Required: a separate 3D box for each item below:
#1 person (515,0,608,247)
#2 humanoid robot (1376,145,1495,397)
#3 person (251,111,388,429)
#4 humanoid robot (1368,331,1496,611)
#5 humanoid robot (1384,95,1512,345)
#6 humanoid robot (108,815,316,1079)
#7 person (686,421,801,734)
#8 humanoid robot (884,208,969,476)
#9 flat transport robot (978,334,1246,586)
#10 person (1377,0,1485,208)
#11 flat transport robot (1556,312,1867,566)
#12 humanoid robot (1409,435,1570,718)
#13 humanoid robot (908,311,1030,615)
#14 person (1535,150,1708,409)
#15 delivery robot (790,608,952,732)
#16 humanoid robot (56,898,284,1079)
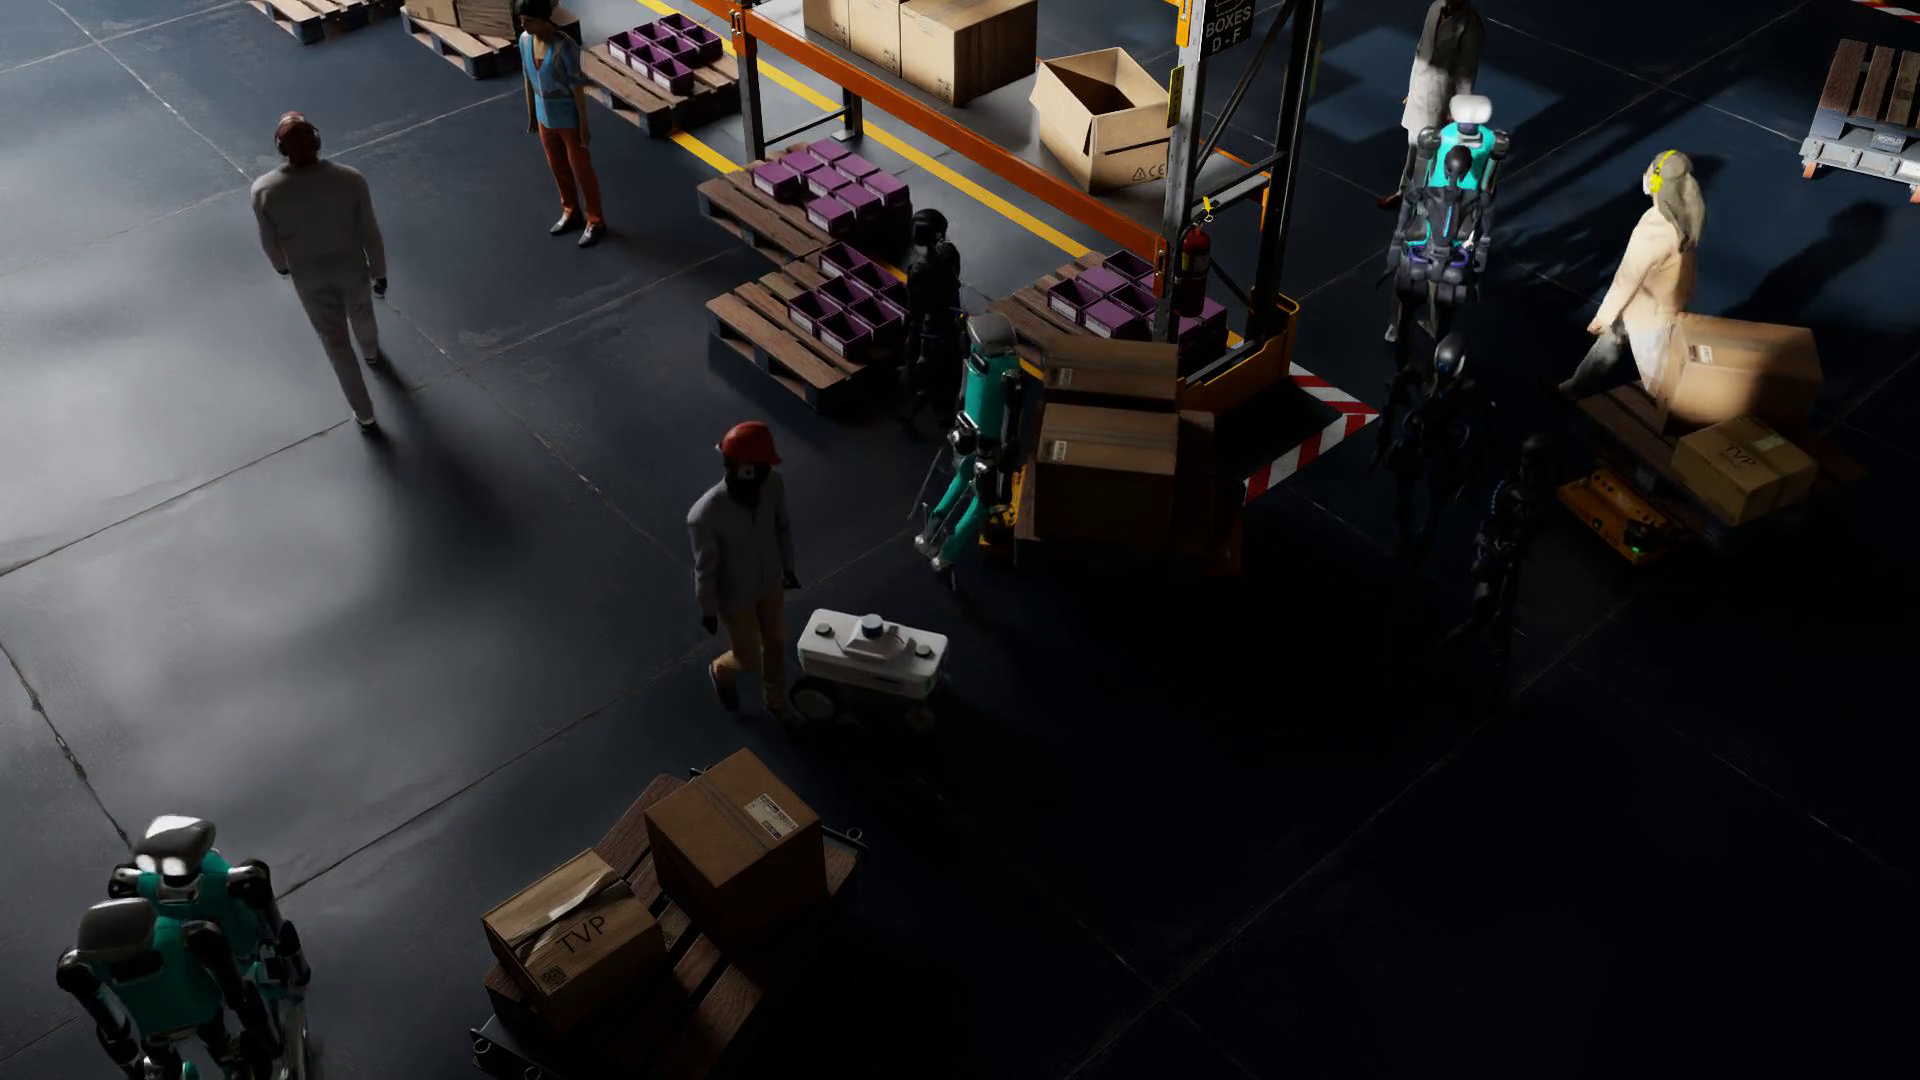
[{"bbox_3d":[-2.661,-2.802,11.042,0.507,1.757,0.331,21,46,21],"label":"person"},{"bbox_3d":[2.778,-1.568,9.756,0.601,1.650,0.329,8,43,9],"label":"humanoid robot"},{"bbox_3d":[-3.676,-1.615,9.685,0.635,1.848,1.048,-19,46,-20],"label":"person"},{"bbox_3d":[2.392,-0.402,8.507,0.599,1.624,0.691,20,46,21],"label":"humanoid robot"},{"bbox_3d":[2.890,-1.984,10.144,0.530,1.760,0.720,0,43,0],"label":"humanoid robot"},{"bbox_3d":[-2.701,1.513,6.356,0.542,1.773,0.691,-2,43,-2],"label":"humanoid robot"},{"bbox_3d":[-0.962,0.218,7.788,0.449,1.704,0.582,33,52,31],"label":"person"},{"bbox_3d":[-0.184,-1.091,9.272,0.755,1.626,0.612,20,46,20],"label":"humanoid robot"},{"bbox_3d":[0.854,-0.128,9.234,1.431,0.231,0.659,6,43,6],"label":"flat transport robot"},{"bbox_3d":[3.194,-2.979,11.179,0.365,1.835,0.514,-19,46,-19],"label":"person"},{"bbox_3d":[4.169,-0.323,9.446,1.431,0.231,0.659,-19,46,-19],"label":"flat transport robot"},{"bbox_3d":[2.600,0.140,7.928,0.622,1.645,0.609,12,44,12],"label":"humanoid robot"},{"bbox_3d":[-0.028,-0.290,8.355,0.662,1.825,0.531,-20,46,-20],"label":"humanoid robot"},{"bbox_3d":[3.914,-1.316,9.410,1.009,1.818,0.573,29,50,28],"label":"person"},{"bbox_3d":[-0.440,0.609,8.227,0.807,0.603,0.499,11,44,12],"label":"delivery robot"},{"bbox_3d":[-2.654,2.004,5.849,0.555,1.821,0.672,-12,44,-12],"label":"humanoid robot"}]
